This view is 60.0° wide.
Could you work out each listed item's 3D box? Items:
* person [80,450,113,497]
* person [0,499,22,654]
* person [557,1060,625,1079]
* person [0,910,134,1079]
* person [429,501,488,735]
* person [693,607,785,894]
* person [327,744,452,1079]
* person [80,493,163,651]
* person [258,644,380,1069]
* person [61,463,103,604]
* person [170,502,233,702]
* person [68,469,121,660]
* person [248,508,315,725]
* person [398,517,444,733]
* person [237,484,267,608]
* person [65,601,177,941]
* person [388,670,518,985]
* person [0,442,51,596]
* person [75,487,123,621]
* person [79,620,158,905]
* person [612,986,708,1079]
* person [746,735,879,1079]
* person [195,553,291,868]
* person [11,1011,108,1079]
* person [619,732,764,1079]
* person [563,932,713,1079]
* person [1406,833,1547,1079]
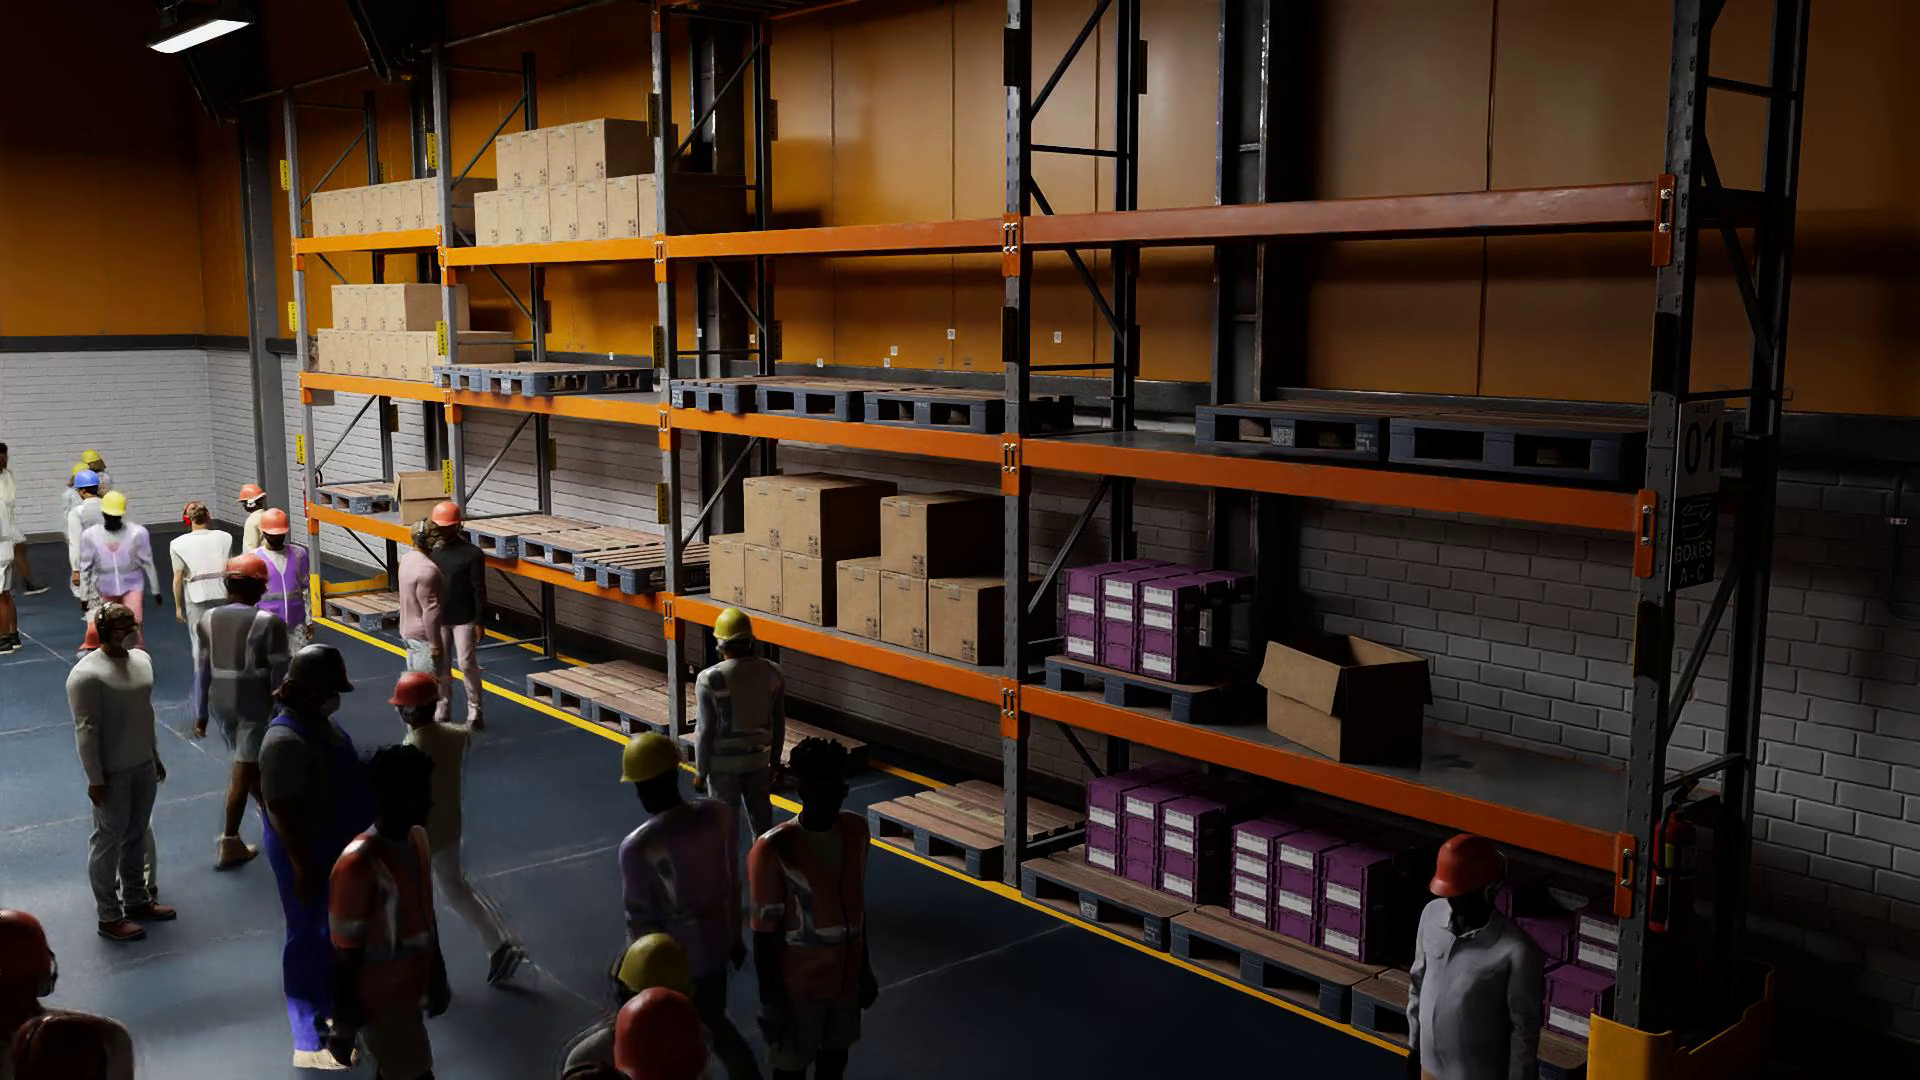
[{"bbox_3d":[-11.189,-0.310,21.575,0.491,1.731,0.325,3,9,21],"label":"person"},{"bbox_3d":[-10.012,0.209,17.206,0.383,1.960,0.608,-2,8,-15],"label":"person"},{"bbox_3d":[-0.956,2.196,4.522,0.277,1.627,0.502,-3,9,-19],"label":"person"},{"bbox_3d":[-2.635,1.992,4.710,0.615,1.984,0.408,-3,9,-21],"label":"person"},{"bbox_3d":[-4.271,0.656,13.993,0.623,1.985,0.406,3,9,18],"label":"person"},{"bbox_3d":[-1.333,1.311,9.963,0.603,1.828,0.404,-6,10,-35],"label":"person"},{"bbox_3d":[-2.188,1.750,6.483,0.508,1.946,0.654,1,8,5],"label":"person"},{"bbox_3d":[-7.921,0.475,15.662,0.690,1.857,0.989,-2,9,-16],"label":"person"},{"bbox_3d":[-3.051,1.485,8.021,0.535,2.000,0.674,-1,8,-9],"label":"person"},{"bbox_3d":[-10.639,-0.101,20.192,0.851,1.707,0.499,5,10,32],"label":"person"},{"bbox_3d":[-6.880,0.566,15.169,0.420,1.828,0.561,8,11,43],"label":"person"},{"bbox_3d":[-8.825,0.245,16.994,0.410,1.939,0.605,3,9,22],"label":"person"},{"bbox_3d":[-5.729,0.682,14.028,0.548,1.924,0.387,-7,11,-41],"label":"person"},{"bbox_3d":[-4.264,0.785,13.255,0.379,1.937,0.629,-5,10,-33],"label":"person"},{"bbox_3d":[-7.371,0.279,17.461,0.355,1.737,0.576,0,8,-2],"label":"person"},{"bbox_3d":[-4.826,1.310,9.594,0.372,1.940,0.627,1,8,8],"label":"person"},{"bbox_3d":[-2.763,1.532,8.789,0.784,1.729,0.566,3,9,21],"label":"person"},{"bbox_3d":[-11.661,-0.239,20.379,0.917,1.923,0.621,1,8,9],"label":"person"},{"bbox_3d":[-9.761,0.133,18.906,0.589,1.617,0.356,-1,8,-8],"label":"person"},{"bbox_3d":[-5.107,1.330,10.108,0.339,1.748,0.564,-5,10,-31],"label":"person"},{"bbox_3d":[-0.759,2.074,4.278,0.542,1.939,0.365,-4,9,-28],"label":"person"},{"bbox_3d":[-0.567,1.727,6.596,0.362,1.963,0.613,7,11,41],"label":"person"},{"bbox_3d":[-4.632,1.080,10.974,0.644,1.991,0.985,2,8,14],"label":"person"},{"bbox_3d":[-2.236,2.127,4.343,0.830,1.830,0.607,5,10,32],"label":"person"},{"bbox_3d":[-1.086,1.725,6.905,0.663,1.888,0.640,6,10,37],"label":"person"},{"bbox_3d":[-1.043,2.037,5.253,0.534,1.732,0.793,-5,10,-33],"label":"person"},{"bbox_3d":[1.839,1.911,6.086,0.337,1.742,0.562,-5,10,-32],"label":"person"}]
